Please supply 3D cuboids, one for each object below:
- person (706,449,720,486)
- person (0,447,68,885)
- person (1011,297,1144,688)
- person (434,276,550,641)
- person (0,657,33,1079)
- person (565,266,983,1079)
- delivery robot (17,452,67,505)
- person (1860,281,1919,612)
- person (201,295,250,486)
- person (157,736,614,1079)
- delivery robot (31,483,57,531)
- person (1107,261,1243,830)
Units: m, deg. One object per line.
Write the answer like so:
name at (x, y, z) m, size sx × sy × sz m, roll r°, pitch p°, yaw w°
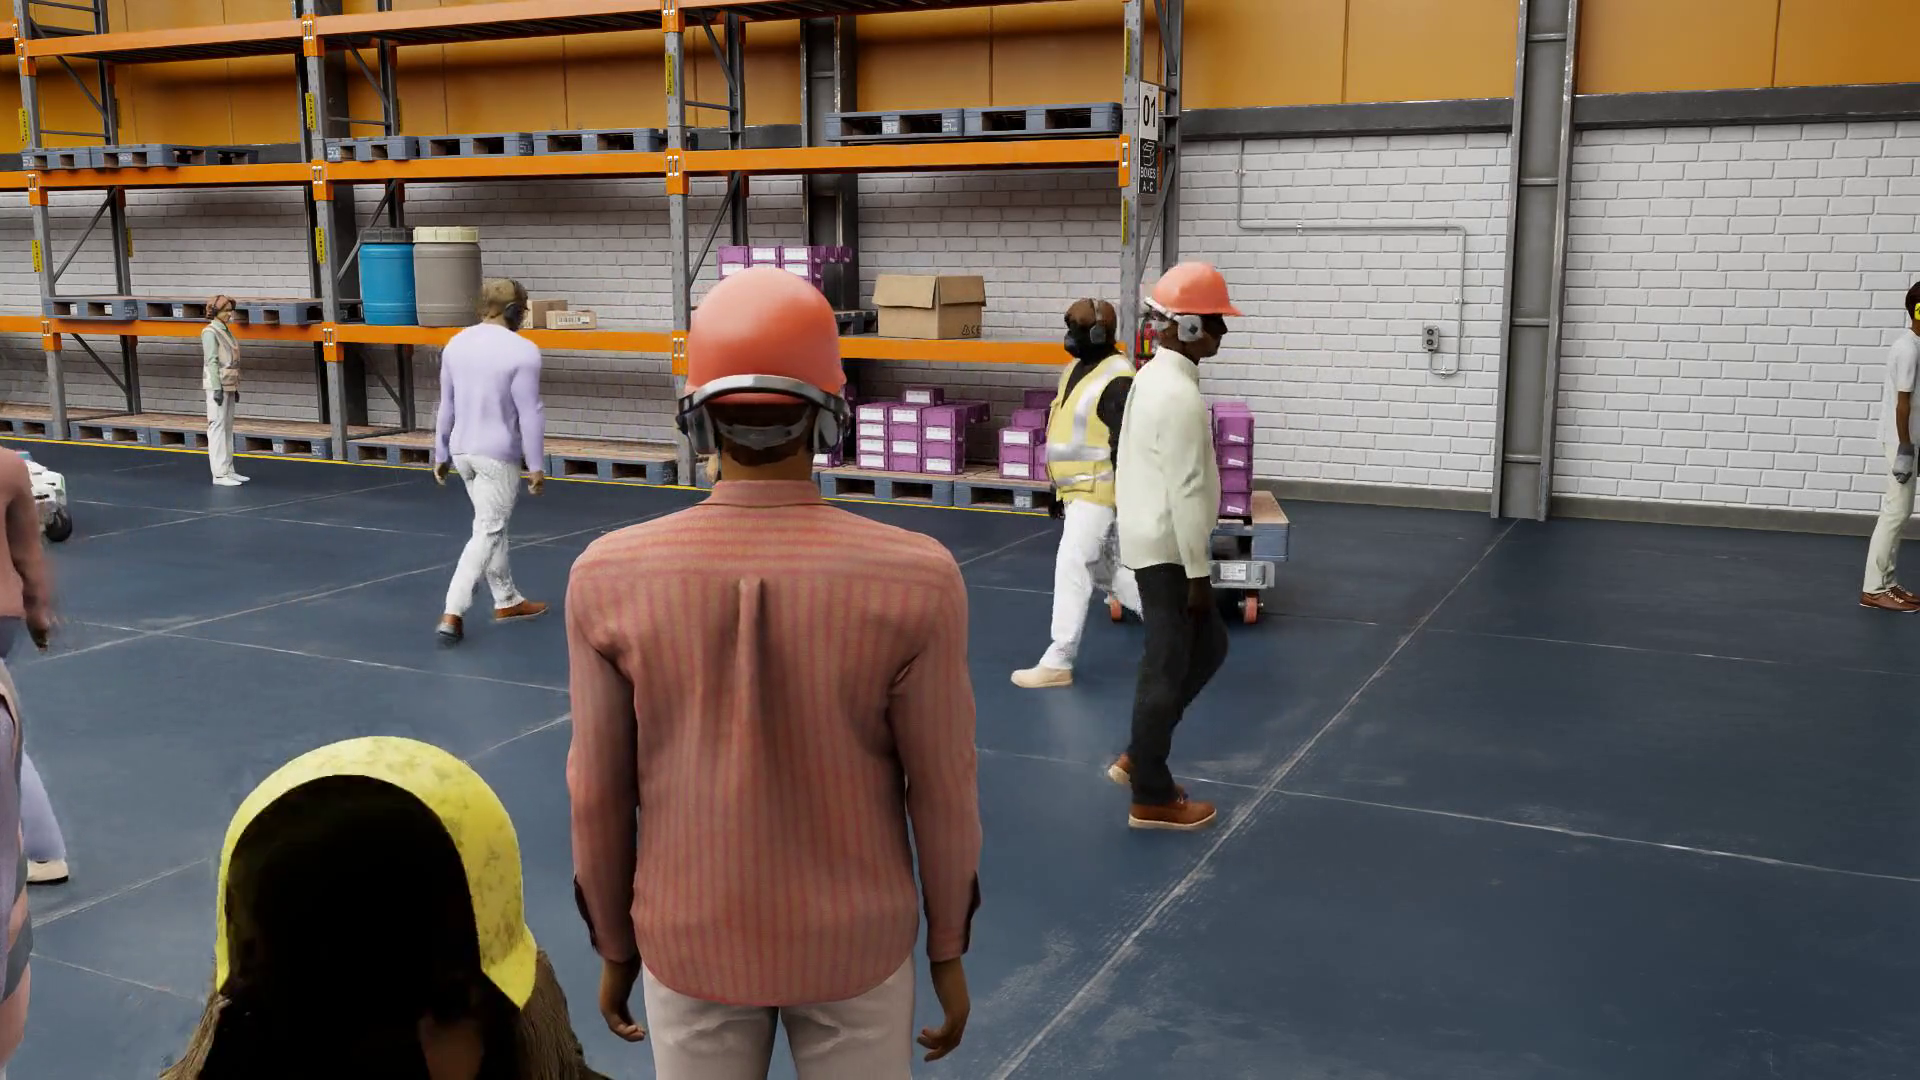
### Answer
person at (-1.076, -0.499, 9.344) m, size 0.940 × 1.796 × 0.596 m, roll 6°, pitch 12°, yaw 31°
person at (-3.255, 0.251, 5.307) m, size 0.877 × 1.720 × 0.533 m, roll 2°, pitch 10°, yaw 12°
person at (0.679, -0.223, 7.762) m, size 0.863 × 1.818 × 0.623 m, roll -2°, pitch 10°, yaw -13°
person at (-2.498, -0.422, 8.688) m, size 0.696 × 1.893 × 0.858 m, roll 6°, pitch 11°, yaw 29°
person at (-1.518, 0.714, 2.295) m, size 0.627 × 1.844 × 0.429 m, roll 8°, pitch 13°, yaw 39°
person at (-0.271, 0.597, 2.518) m, size 0.613 × 1.997 × 0.374 m, roll 0°, pitch 10°, yaw 2°
delivery robot at (-6.795, -0.399, 12.077) m, size 0.707 × 0.478 × 0.477 m, roll 9°, pitch 13°, yaw 41°
person at (5.345, -0.526, 9.358) m, size 0.330 × 1.862 × 0.502 m, roll 7°, pitch 12°, yaw 34°
person at (-6.351, -1.286, 14.329) m, size 0.312 × 1.638 × 0.512 m, roll -1°, pitch 10°, yaw -8°
person at (-0.366, 0.976, 1.167) m, size 0.505 × 1.703 × 0.836 m, roll -5°, pitch 11°, yaw -28°
delivery robot at (-6.565, -0.282, 11.408) m, size 0.707 × 0.478 × 0.477 m, roll 5°, pitch 11°, yaw 24°
person at (0.756, 0.043, 5.732) m, size 0.439 × 1.979 × 0.653 m, roll 0°, pitch 10°, yaw 0°
